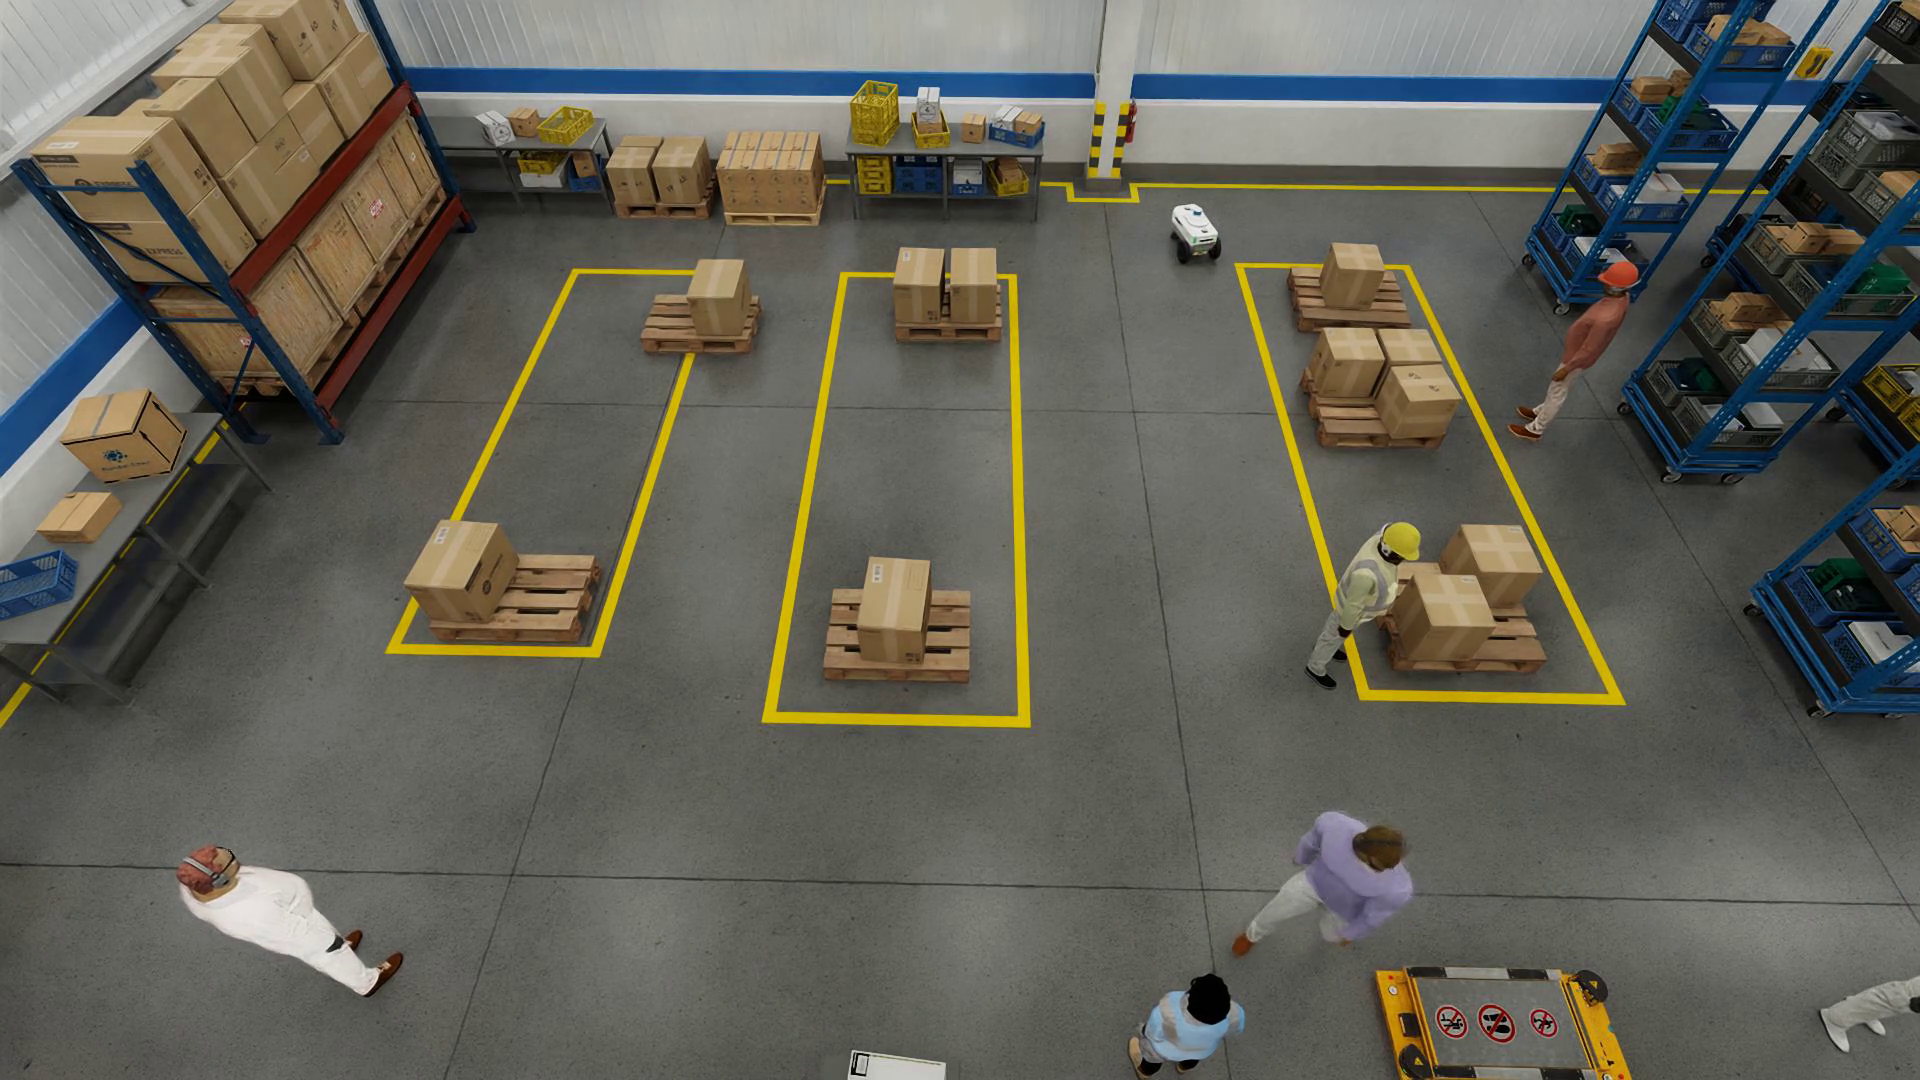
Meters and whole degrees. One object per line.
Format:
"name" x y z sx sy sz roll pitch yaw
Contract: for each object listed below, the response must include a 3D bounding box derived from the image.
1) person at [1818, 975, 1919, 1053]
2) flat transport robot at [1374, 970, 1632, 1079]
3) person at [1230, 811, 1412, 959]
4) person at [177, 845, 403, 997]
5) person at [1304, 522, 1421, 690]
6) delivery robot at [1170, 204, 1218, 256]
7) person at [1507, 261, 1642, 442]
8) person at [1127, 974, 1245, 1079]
"person" 5.869 2.664 5.418 0.514 1.640 0.315 -12 52 -9
"flat transport robot" 3.501 3.133 5.914 1.431 0.197 0.652 1 51 1
"person" 2.313 2.145 5.680 0.832 1.890 0.633 -32 58 -23
"person" -4.043 2.300 5.551 0.639 1.900 0.401 19 53 15
"person" 3.090 0.484 7.079 0.403 1.822 0.587 28 56 21
"delivery robot" 2.914 -3.897 11.405 0.477 0.478 0.707 -12 52 -9
"person" 5.929 -1.793 8.832 0.393 1.985 0.611 32 58 23
"person" 1.274 2.816 5.258 0.532 1.696 0.319 -4 51 -3
